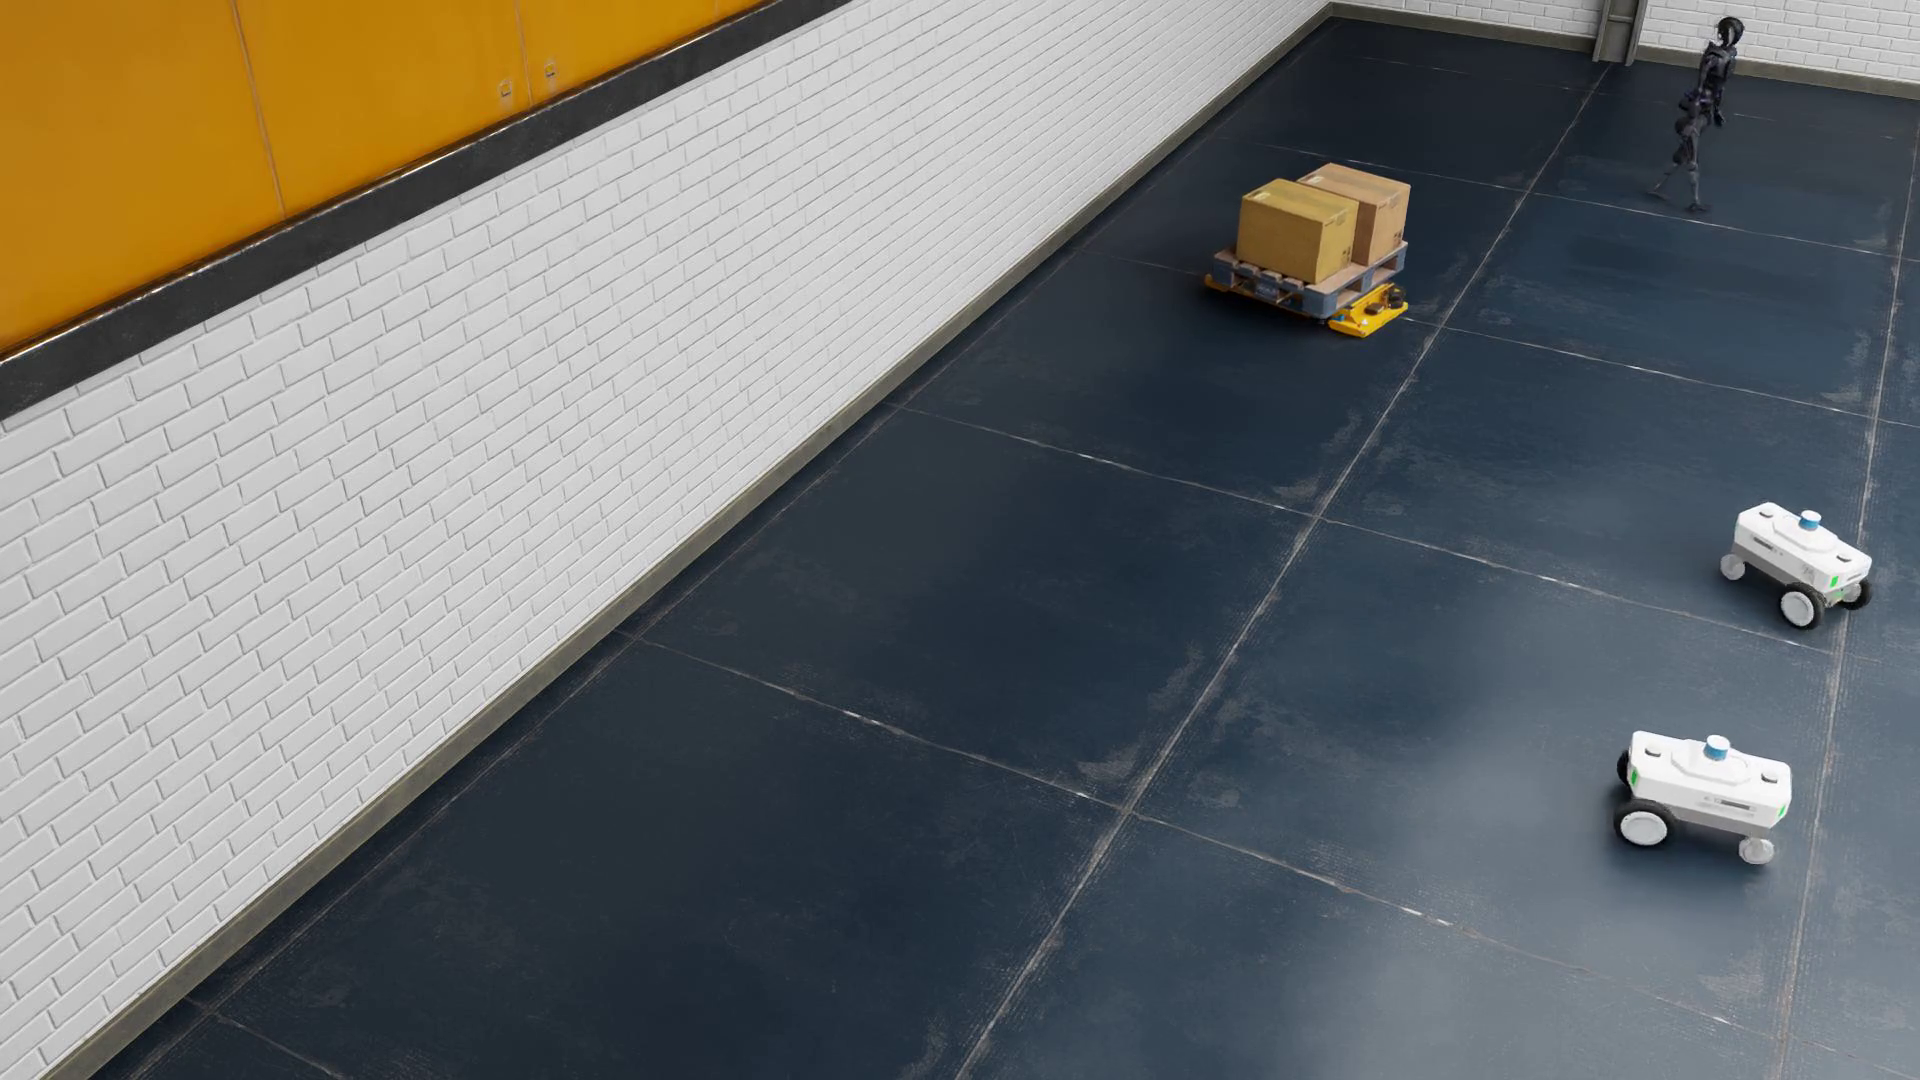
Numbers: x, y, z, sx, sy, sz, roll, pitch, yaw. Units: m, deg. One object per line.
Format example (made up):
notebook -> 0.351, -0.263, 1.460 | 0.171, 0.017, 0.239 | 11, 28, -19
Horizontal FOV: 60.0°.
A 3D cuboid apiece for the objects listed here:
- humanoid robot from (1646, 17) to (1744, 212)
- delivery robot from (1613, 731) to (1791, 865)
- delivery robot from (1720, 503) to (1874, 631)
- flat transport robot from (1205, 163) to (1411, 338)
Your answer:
humanoid robot -> 6.343, -3.612, 14.118 | 0.595, 1.632, 0.750 | -28, 43, -35
delivery robot -> 3.538, 1.188, 7.949 | 0.785, 0.589, 0.499 | 12, 36, 17
delivery robot -> 4.821, 0.125, 9.551 | 0.499, 0.612, 0.814 | -17, 38, -24
flat transport robot -> 2.678, -1.953, 12.883 | 1.431, 0.231, 0.659 | 26, 42, 33
